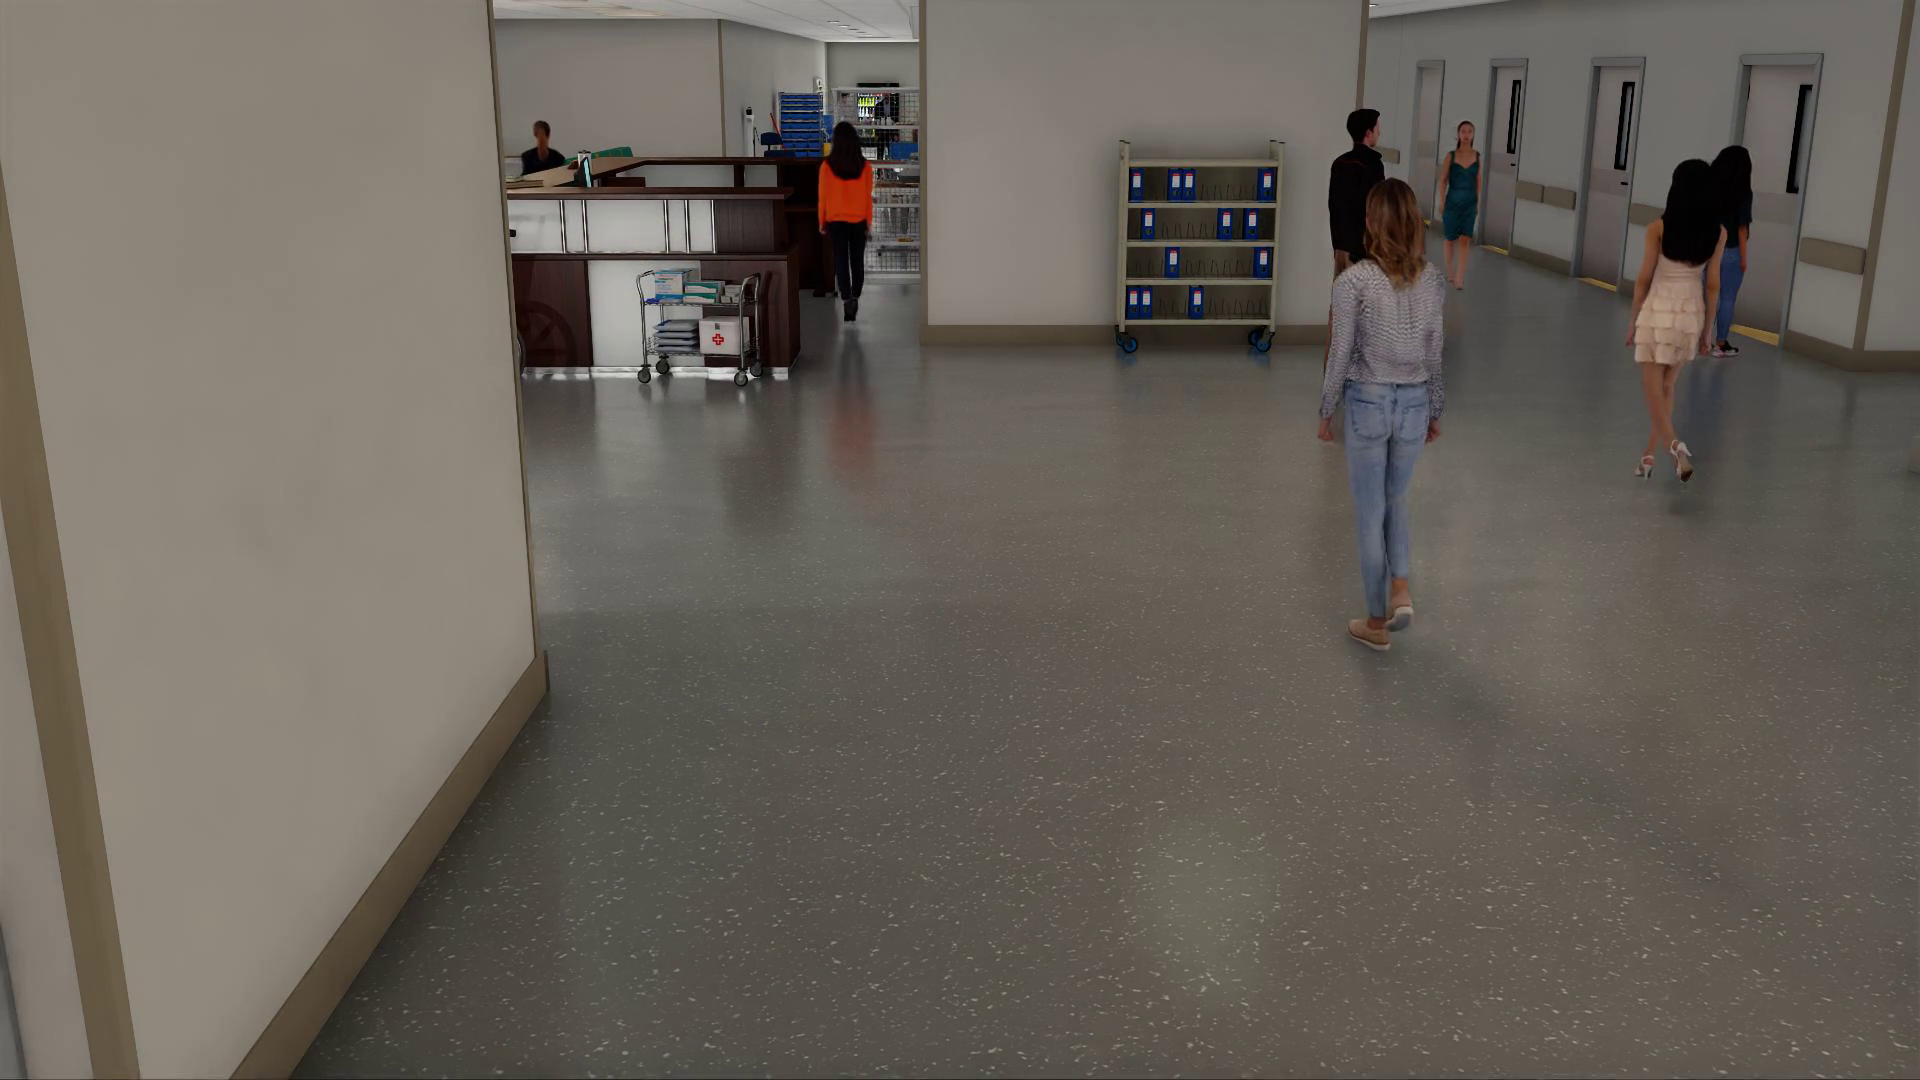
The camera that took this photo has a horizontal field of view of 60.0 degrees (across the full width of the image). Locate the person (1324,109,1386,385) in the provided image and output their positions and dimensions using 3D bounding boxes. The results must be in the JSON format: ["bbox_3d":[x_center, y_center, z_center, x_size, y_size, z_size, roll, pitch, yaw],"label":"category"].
[{"bbox_3d":[2.736,-1.985,11.458,0.746,1.925,0.775,-6,17,-21],"label":"person"}]

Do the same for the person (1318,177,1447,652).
[{"bbox_3d":[1.617,-0.421,6.173,0.674,1.784,0.747,-3,16,-10],"label":"person"}]

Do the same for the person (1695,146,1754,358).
[{"bbox_3d":[5.948,-2.250,12.967,0.729,1.616,0.693,-8,18,-27],"label":"person"}]

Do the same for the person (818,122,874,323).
[{"bbox_3d":[-0.982,-2.743,14.520,0.931,1.724,0.817,-3,16,-12],"label":"person"}]

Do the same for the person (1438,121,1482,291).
[{"bbox_3d":[5.033,-3.342,16.800,1.019,1.640,0.739,2,16,9],"label":"person"}]

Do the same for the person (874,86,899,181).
[{"bbox_3d":[-1.512,-8.323,34.044,0.577,1.868,0.724,-3,16,-9],"label":"person"}]

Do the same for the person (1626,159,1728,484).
[{"bbox_3d":[3.705,-1.072,8.610,0.917,1.713,0.682,1,16,4],"label":"person"}]

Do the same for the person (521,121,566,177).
[{"bbox_3d":[-4.269,-3.426,17.062,0.764,1.659,0.687,0,16,1],"label":"person"}]

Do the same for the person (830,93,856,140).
[{"bbox_3d":[-2.349,-8.224,33.800,1.102,1.811,0.821,-2,16,-6],"label":"person"}]
